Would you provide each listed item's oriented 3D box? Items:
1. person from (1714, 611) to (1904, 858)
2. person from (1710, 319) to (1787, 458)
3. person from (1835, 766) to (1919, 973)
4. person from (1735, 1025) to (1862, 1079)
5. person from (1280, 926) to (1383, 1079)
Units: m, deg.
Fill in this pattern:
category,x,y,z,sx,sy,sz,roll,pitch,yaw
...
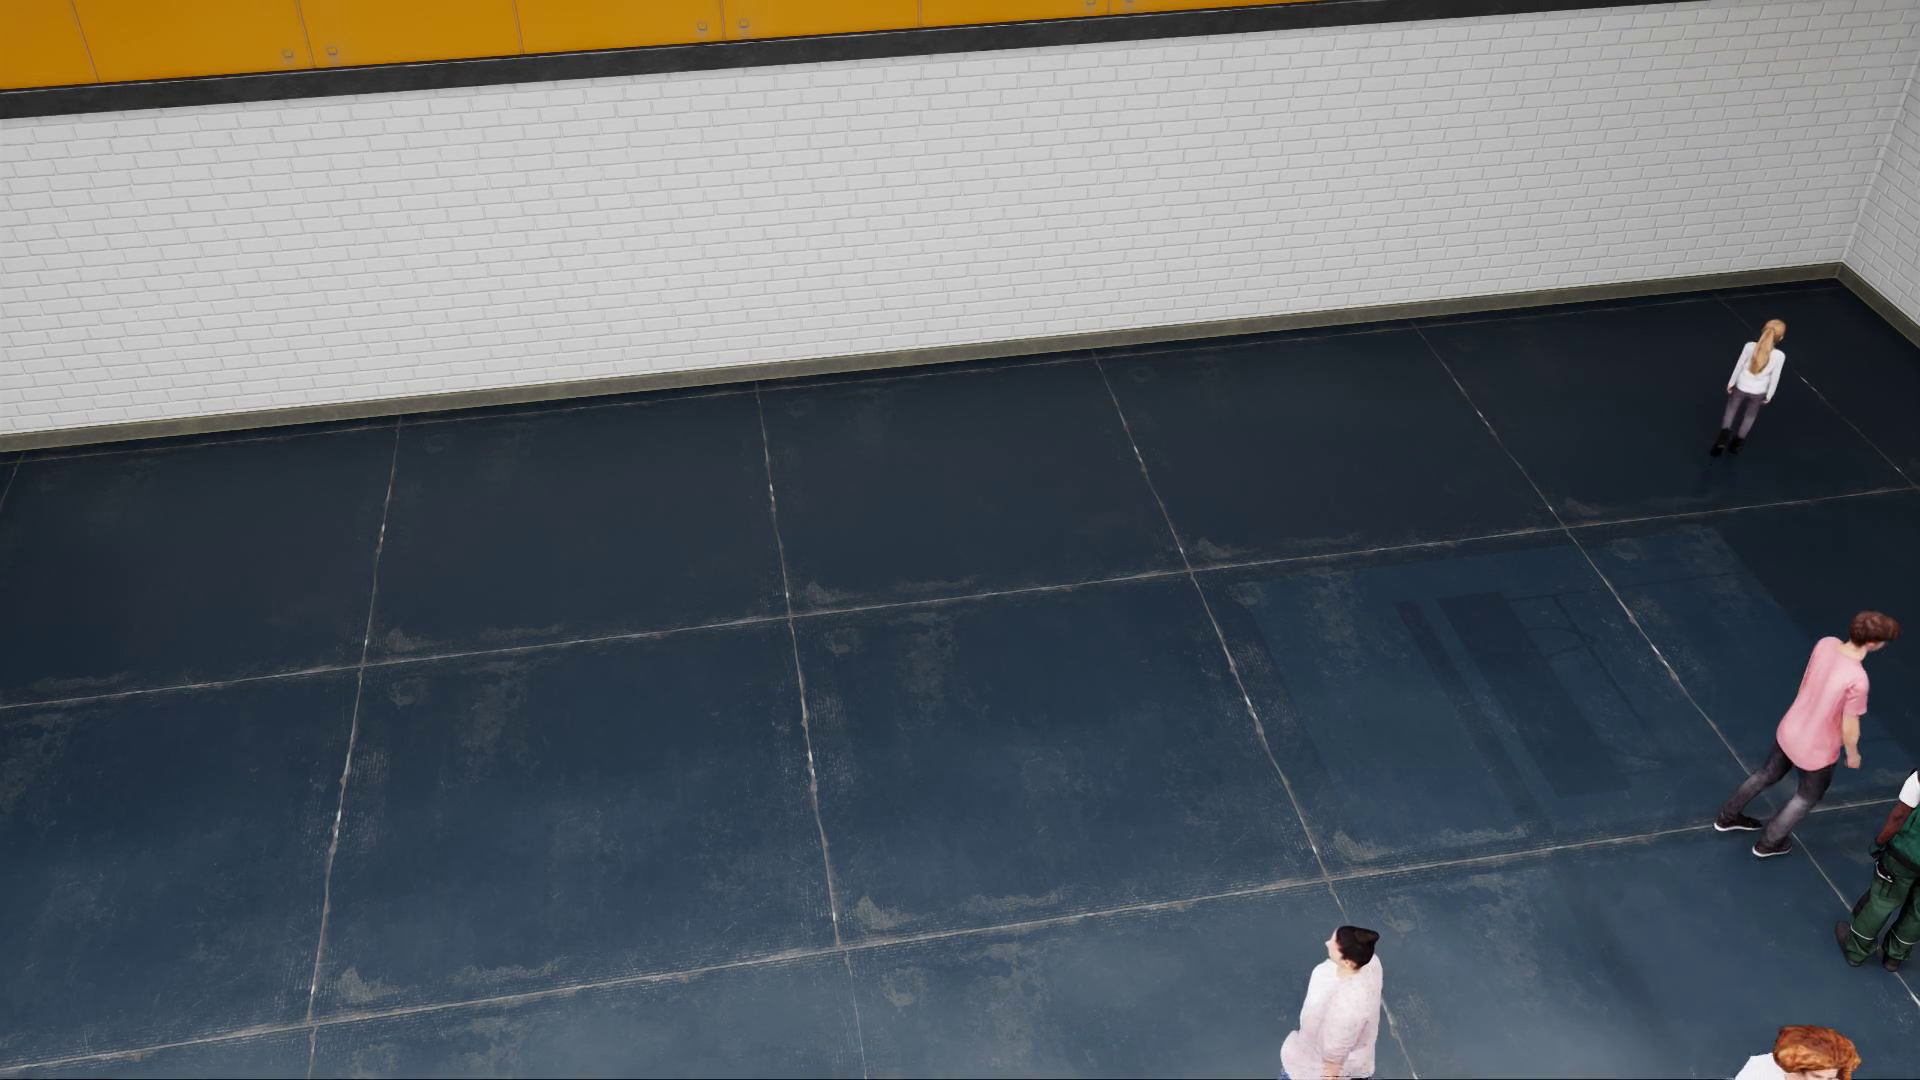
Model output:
category,x,y,z,sx,sy,sz,roll,pitch,yaw
person,4.905,1.197,9.694,0.719,1.927,0.583,-10,40,-12
person,6.250,-1.173,13.191,0.733,1.267,0.790,24,45,27
person,5.299,1.701,9.133,0.770,1.839,0.741,8,39,10
person,3.798,2.756,7.928,0.864,1.695,0.973,13,40,16
person,1.951,2.506,8.233,1.148,1.705,1.142,19,42,22
